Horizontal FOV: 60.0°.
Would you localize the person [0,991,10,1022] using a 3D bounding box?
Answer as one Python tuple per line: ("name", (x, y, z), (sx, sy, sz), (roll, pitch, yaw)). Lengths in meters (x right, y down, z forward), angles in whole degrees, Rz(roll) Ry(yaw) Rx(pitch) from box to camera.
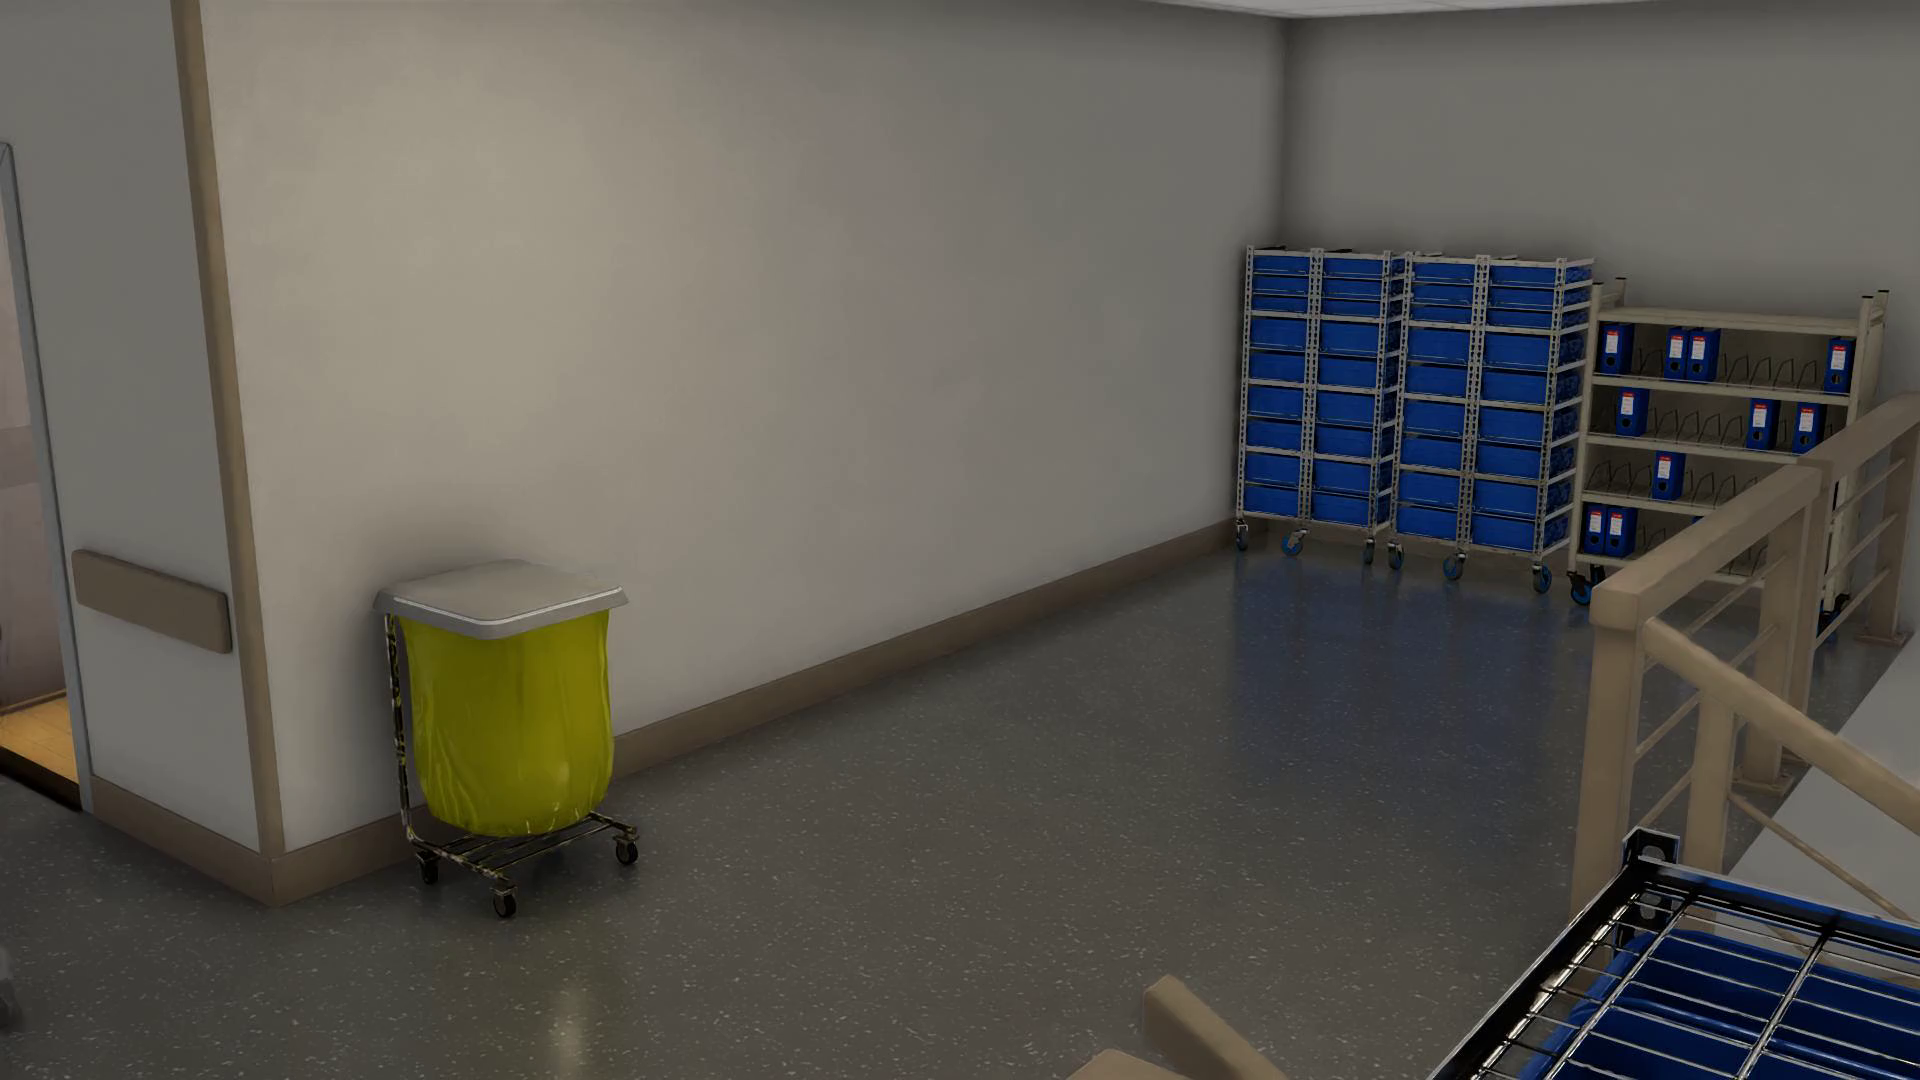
("person", (-2.996, 0.354, 4.468), (1.050, 1.875, 0.621), (6, 15, 23))
